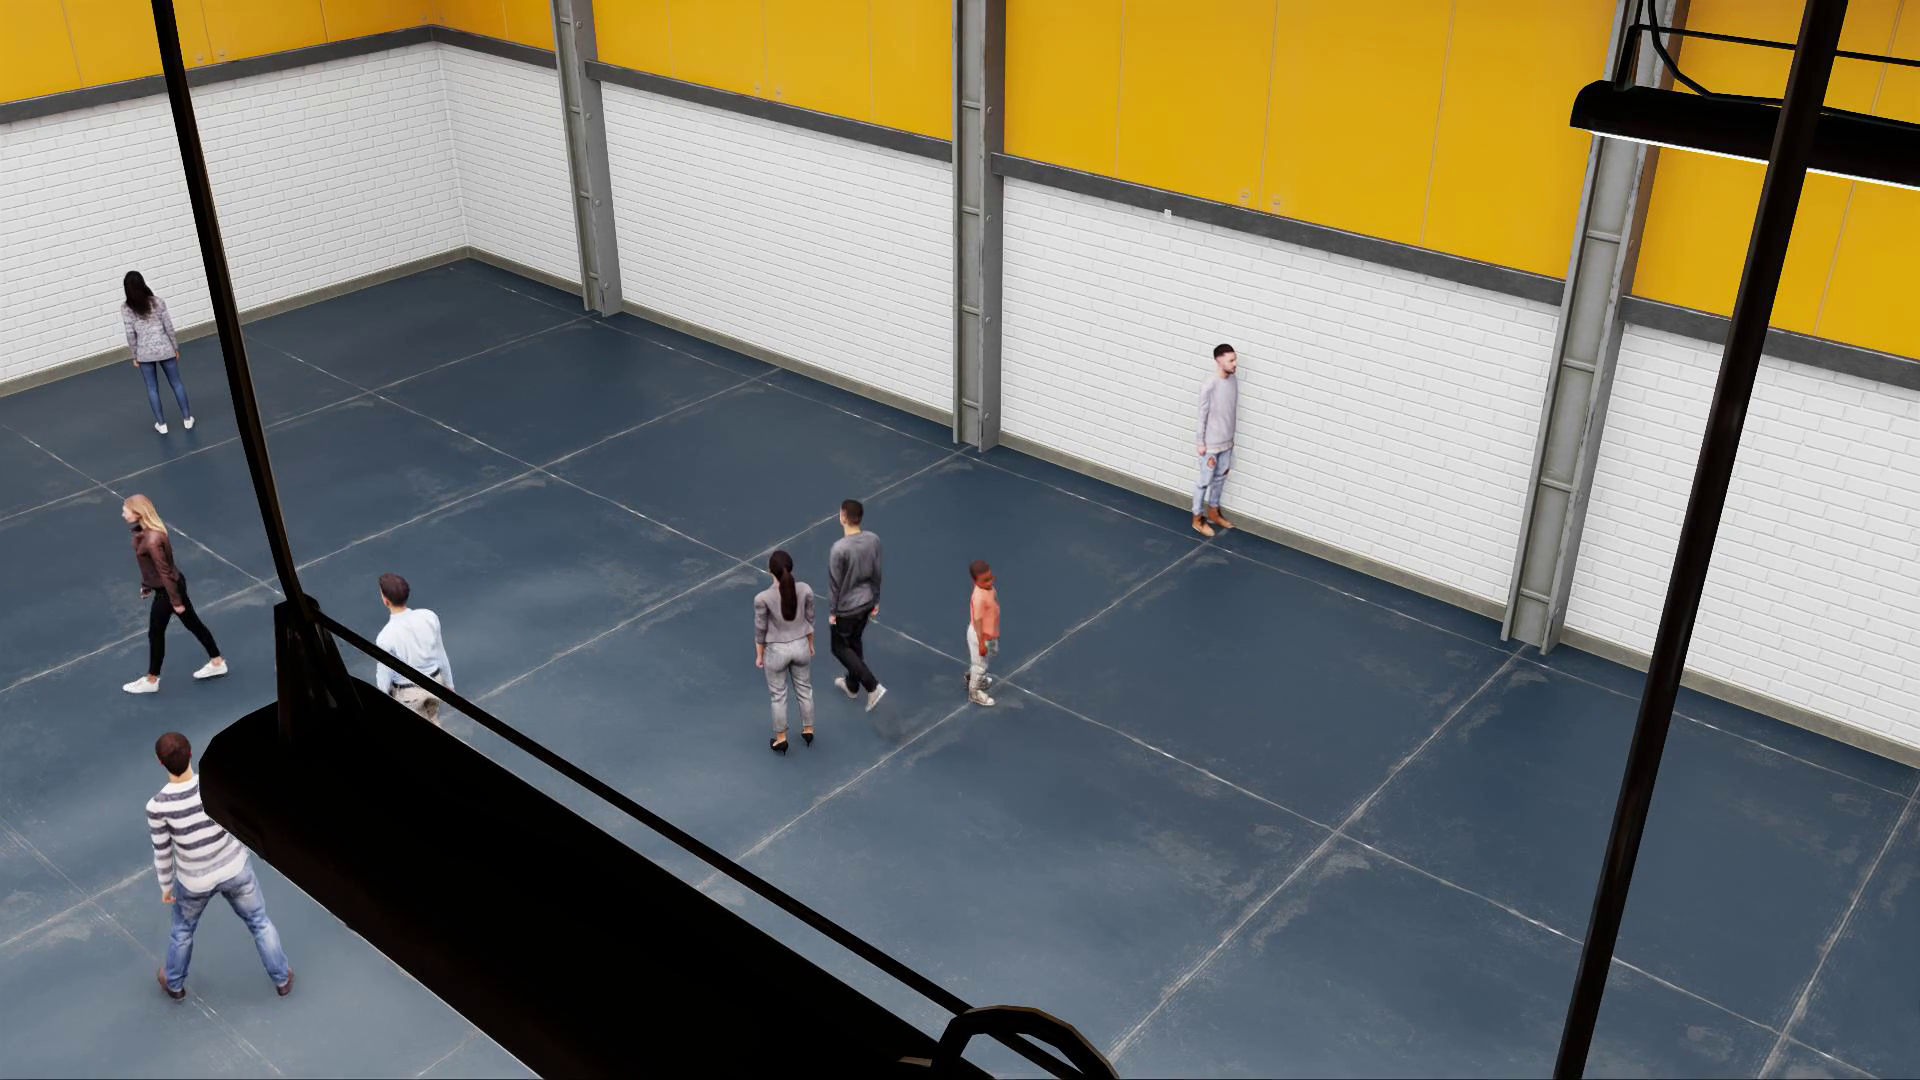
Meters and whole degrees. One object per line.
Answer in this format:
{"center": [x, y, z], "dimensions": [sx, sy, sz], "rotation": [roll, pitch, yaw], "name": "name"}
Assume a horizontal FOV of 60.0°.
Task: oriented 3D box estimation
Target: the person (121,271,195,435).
{"center": [-8.326, -1.946, 17.182], "dimensions": [0.678, 1.732, 0.656], "rotation": [-14, 32, -24], "name": "person"}

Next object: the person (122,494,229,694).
{"center": [-6.073, 0.393, 12.960], "dimensions": [0.955, 1.667, 1.017], "rotation": [-10, 30, -18], "name": "person"}

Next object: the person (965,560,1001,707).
{"center": [0.163, 0.691, 12.804], "dimensions": [0.680, 1.293, 0.686], "rotation": [4, 29, 7], "name": "person"}

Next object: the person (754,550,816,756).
{"center": [-1.266, 0.824, 12.159], "dimensions": [0.712, 1.678, 0.727], "rotation": [-12, 31, -22], "name": "person"}

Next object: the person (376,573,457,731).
{"center": [-3.707, 1.085, 11.526], "dimensions": [0.687, 1.826, 0.640], "rotation": [21, 35, 34], "name": "person"}

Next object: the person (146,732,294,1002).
{"center": [-4.483, 1.991, 9.887], "dimensions": [1.037, 1.804, 0.976], "rotation": [-14, 31, -23], "name": "person"}

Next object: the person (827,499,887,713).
{"center": [-0.771, 0.529, 12.632], "dimensions": [0.680, 1.743, 0.943], "rotation": [-23, 36, -36], "name": "person"}

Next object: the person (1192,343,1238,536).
{"center": [2.334, -0.947, 15.238], "dimensions": [0.714, 1.839, 0.632], "rotation": [-22, 36, -34], "name": "person"}
